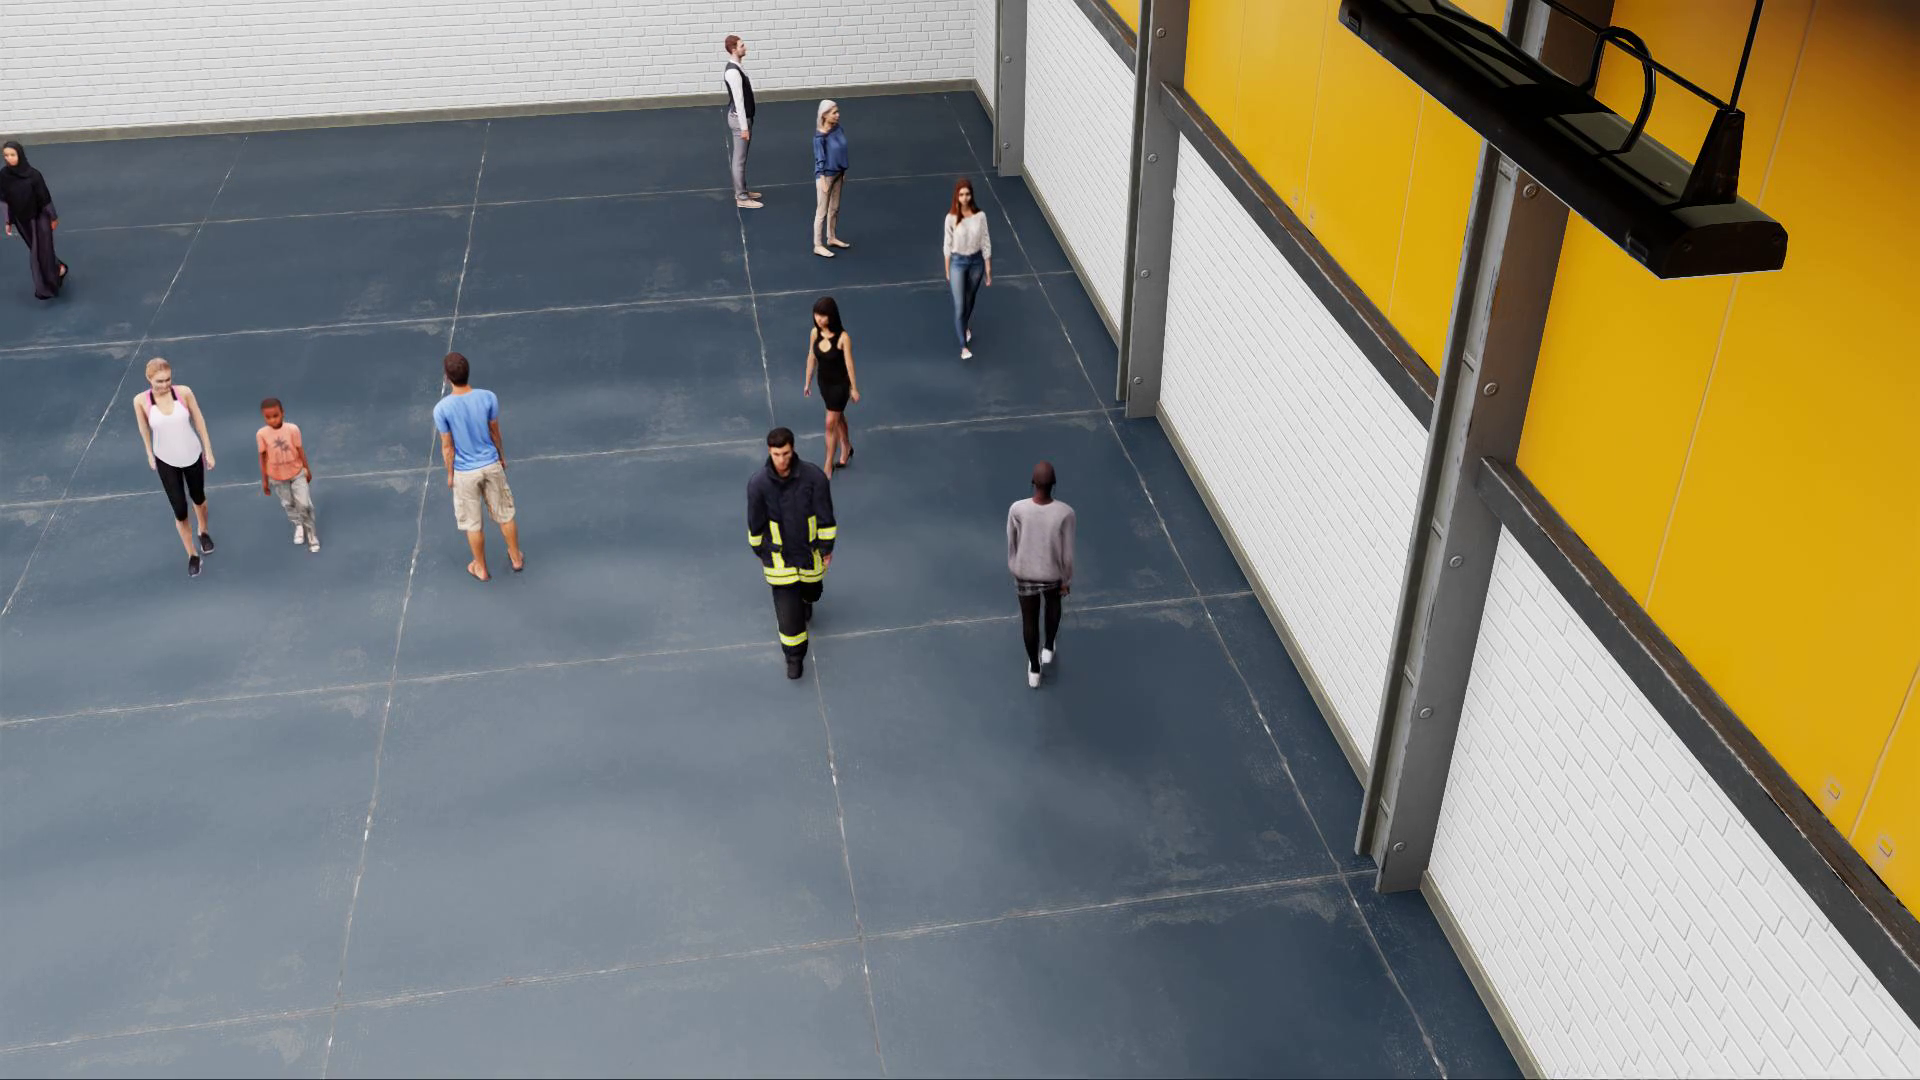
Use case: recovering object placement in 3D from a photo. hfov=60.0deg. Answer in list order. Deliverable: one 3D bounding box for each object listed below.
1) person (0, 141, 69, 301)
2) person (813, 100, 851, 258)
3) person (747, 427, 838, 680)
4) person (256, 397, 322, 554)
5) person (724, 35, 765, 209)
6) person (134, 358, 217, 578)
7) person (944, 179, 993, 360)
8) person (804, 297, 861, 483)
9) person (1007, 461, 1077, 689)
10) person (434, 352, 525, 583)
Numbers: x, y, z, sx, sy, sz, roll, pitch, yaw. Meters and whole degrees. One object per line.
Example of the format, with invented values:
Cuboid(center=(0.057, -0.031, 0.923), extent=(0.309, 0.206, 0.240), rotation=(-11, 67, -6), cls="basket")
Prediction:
Cuboid(center=(-9.439, -3.309, 16.957), extent=(0.701, 1.608, 1.140), rotation=(-1, 34, -2), cls="person")
Cuboid(center=(-1.393, -3.858, 17.704), extent=(0.782, 1.693, 0.708), rotation=(18, 37, 24), cls="person")
Cuboid(center=(-1.168, -0.006, 11.724), extent=(0.771, 1.899, 1.143), rotation=(-6, 34, -9), cls="person")
Cuboid(center=(-5.312, -0.568, 13.114), extent=(0.514, 1.295, 0.654), rotation=(-7, 34, -10), cls="person")
Cuboid(center=(-2.495, -4.755, 18.834), extent=(0.718, 1.938, 0.507), rotation=(-4, 34, -6), cls="person")
Cuboid(center=(-6.015, -0.663, 12.841), extent=(0.768, 1.757, 0.946), rotation=(-16, 37, -23), cls="person")
Cuboid(center=(0.054, -2.630, 15.864), extent=(0.602, 1.687, 1.090), rotation=(-7, 34, -10), cls="person")
Cuboid(center=(-1.003, -1.311, 13.932), extent=(0.853, 1.627, 0.917), rotation=(20, 39, 28), cls="person")
Cuboid(center=(0.537, 0.278, 11.423), extent=(0.706, 1.760, 0.805), rotation=(2, 34, 3), cls="person")
Cuboid(center=(-3.653, -0.551, 12.576), extent=(0.724, 1.863, 0.693), rotation=(-19, 38, -27), cls="person")
